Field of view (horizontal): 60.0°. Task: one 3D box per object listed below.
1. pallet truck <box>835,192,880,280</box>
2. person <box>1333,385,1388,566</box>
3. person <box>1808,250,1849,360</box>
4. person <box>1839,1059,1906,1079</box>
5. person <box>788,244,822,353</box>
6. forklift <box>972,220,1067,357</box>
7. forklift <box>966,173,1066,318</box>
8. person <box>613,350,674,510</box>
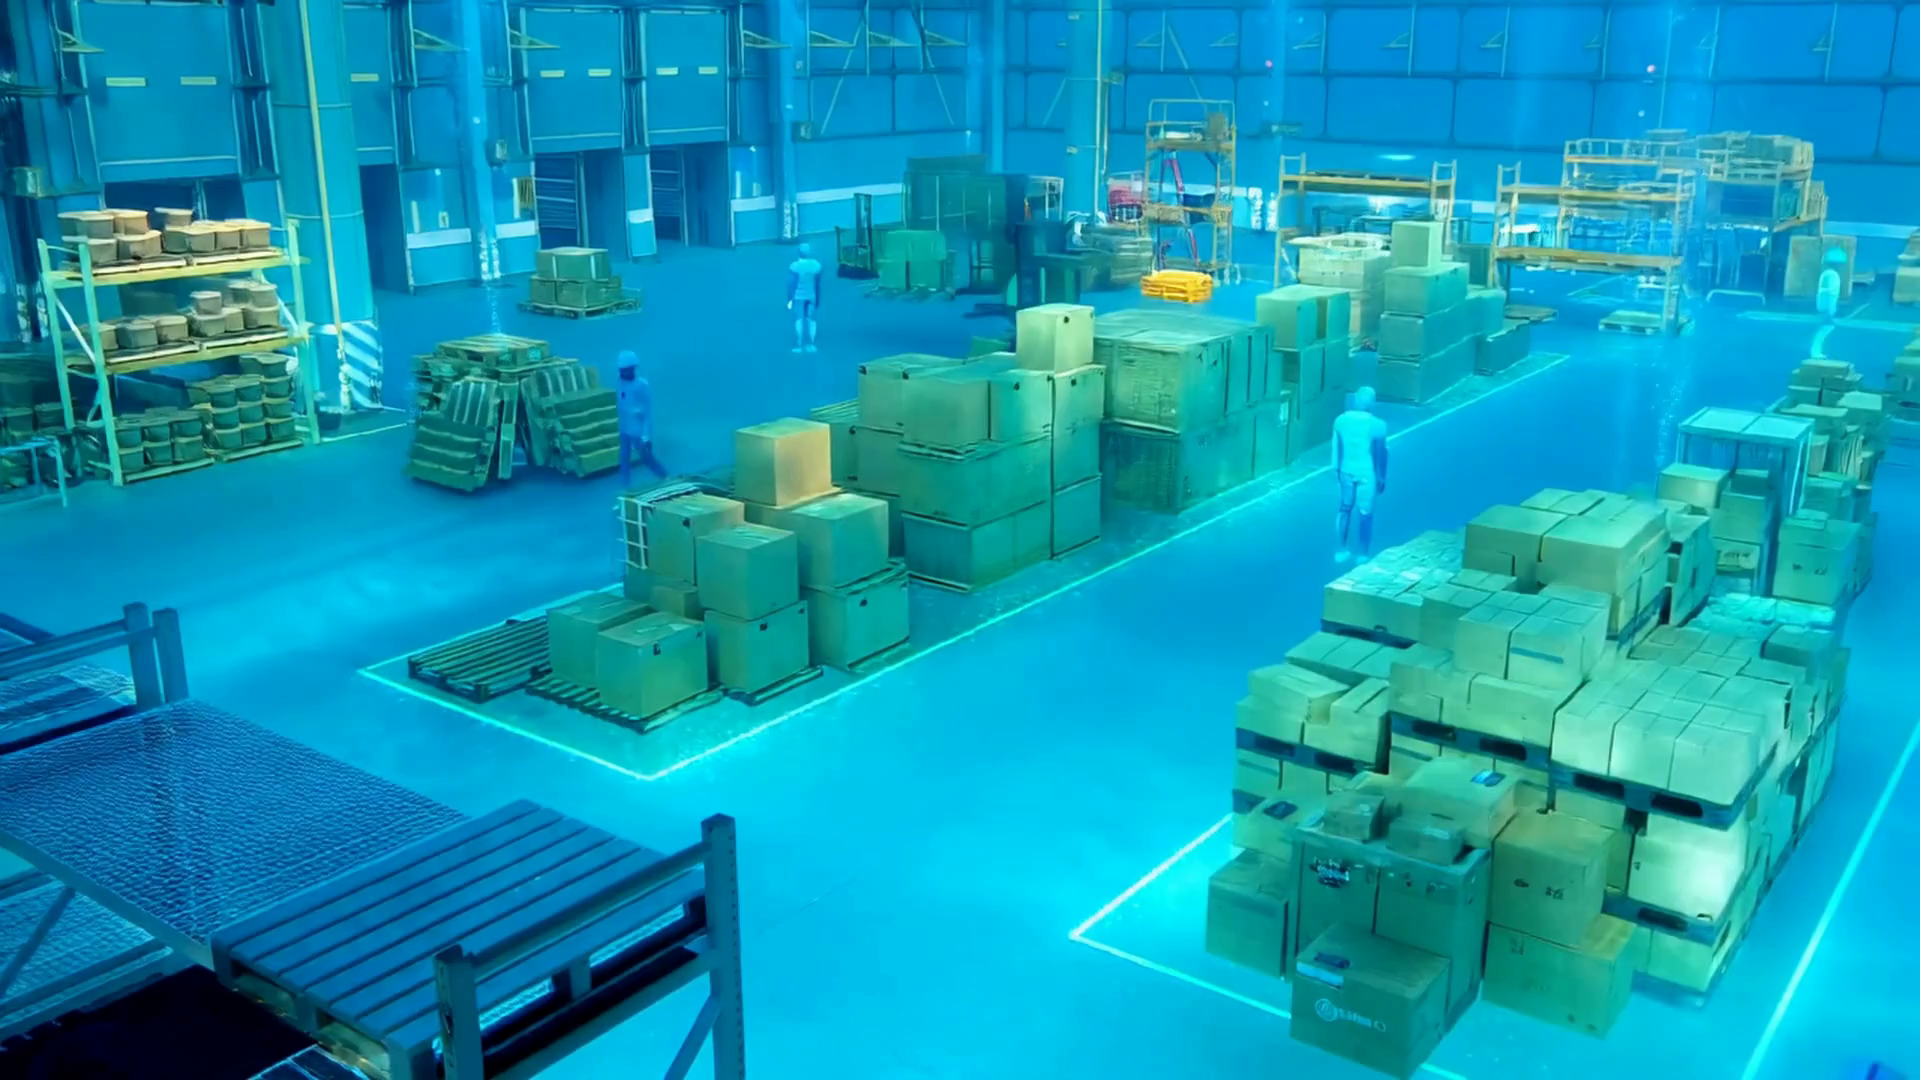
[{"bbox_3d":[-1.936,-7.159,38.982,1.885,1.965,0.823,-12,21,-34],"label":"pallet truck"},{"bbox_3d":[4.239,-0.687,17.654,0.632,1.940,0.372,15,22,41],"label":"person"},{"bbox_3d":[15.079,-4.066,28.872,0.432,1.921,0.547,5,18,17],"label":"person"},{"bbox_3d":[3.585,2.816,6.601,0.545,1.601,0.817,-13,21,-36],"label":"person"},{"bbox_3d":[-2.755,-4.289,29.608,0.635,1.928,0.381,-9,19,-27],"label":"person"},{"bbox_3d":[1.182,-3.333,24.812,1.873,2.768,1.129,12,21,35],"label":"forklift"},{"bbox_3d":[1.150,-5.888,33.272,1.873,2.768,1.129,3,17,10],"label":"forklift"},{"bbox_3d":[-3.842,-1.345,19.894,0.595,1.905,0.804,13,21,36],"label":"person"}]
